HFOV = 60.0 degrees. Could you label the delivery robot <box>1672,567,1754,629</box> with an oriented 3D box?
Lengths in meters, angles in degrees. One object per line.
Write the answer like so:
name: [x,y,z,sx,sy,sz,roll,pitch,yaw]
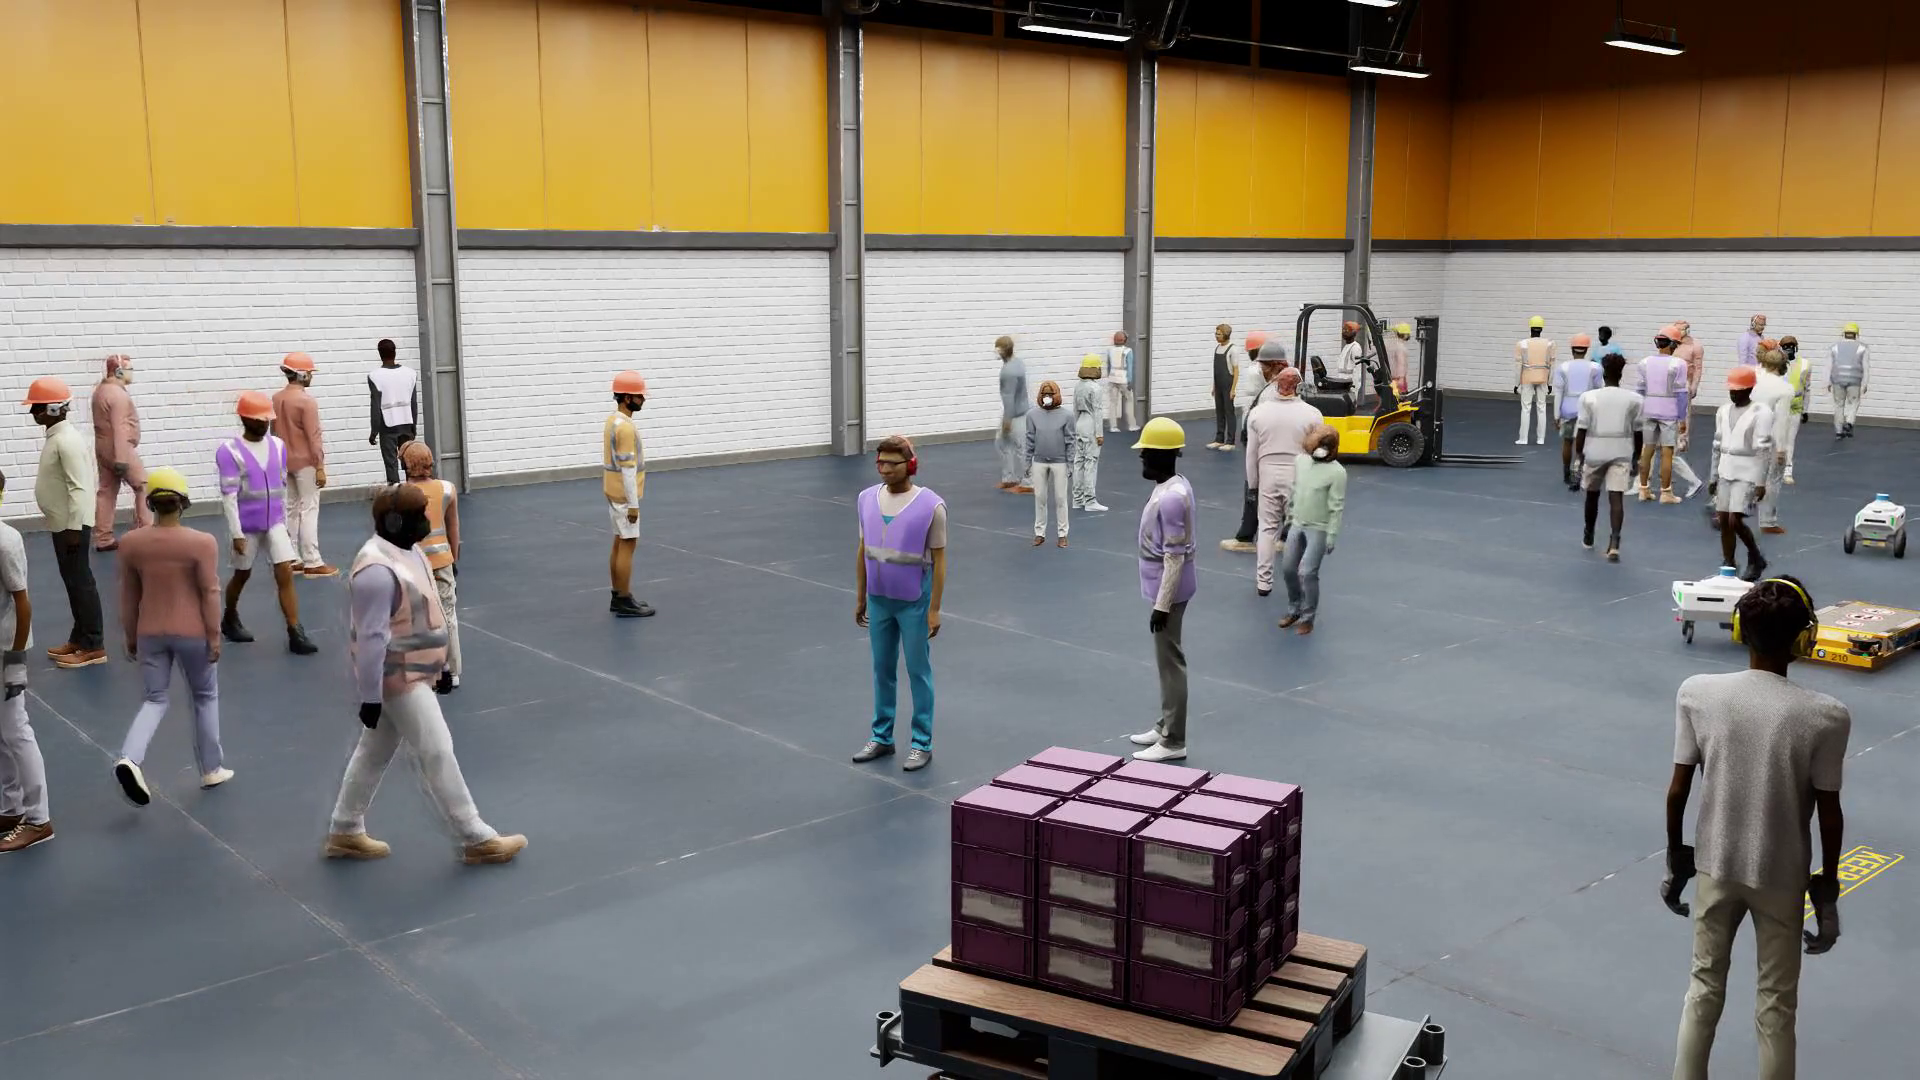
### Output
delivery robot: [5.566,0.438,12.092,0.707,0.478,0.477,3,10,17]

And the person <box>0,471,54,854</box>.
person: [-4.582,0.545,7.889,0.533,1.872,0.315,8,13,40]

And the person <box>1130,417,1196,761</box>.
person: [1.133,0.276,9.297,0.372,1.928,0.584,1,10,6]

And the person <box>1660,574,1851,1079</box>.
person: [2.404,1.029,5.059,0.516,1.871,0.325,9,13,41]

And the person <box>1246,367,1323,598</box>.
person: [2.695,-0.472,13.744,0.652,1.906,0.402,4,11,23]

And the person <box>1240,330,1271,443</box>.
person: [3.338,-1.277,18.167,0.623,2.008,0.615,-9,13,-42]

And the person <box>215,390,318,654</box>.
person: [-5.030,-0.140,11.885,1.030,1.884,0.546,7,12,37]

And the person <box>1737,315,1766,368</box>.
person: [12.436,-2.576,26.081,0.639,1.902,0.407,-8,12,-38]

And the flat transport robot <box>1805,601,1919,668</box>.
flat transport robot: [6.450,0.657,11.913,1.431,0.197,0.652,-9,13,-42]

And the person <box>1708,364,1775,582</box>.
person: [6.595,-0.538,14.107,0.444,1.911,0.583,-4,10,-21]

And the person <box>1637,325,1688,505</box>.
person: [7.990,-1.420,18.909,0.381,2.039,0.606,-7,12,-35]

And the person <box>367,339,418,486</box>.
person: [-6.181,-1.235,18.188,0.393,1.915,0.587,7,12,37]

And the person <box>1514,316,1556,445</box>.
person: [8.540,-2.365,24.761,0.586,1.928,0.364,0,10,3]

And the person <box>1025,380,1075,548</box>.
person: [0.872,-0.735,16.111,0.502,1.626,0.282,3,10,17]

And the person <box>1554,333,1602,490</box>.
person: [7.496,-1.562,20.209,0.547,1.894,0.984,4,10,20]

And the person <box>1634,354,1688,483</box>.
person: [8.686,-1.493,20.596,0.583,1.620,0.304,5,11,25]

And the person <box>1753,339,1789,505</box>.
person: [9.134,-1.347,18.928,0.342,1.882,0.586,-2,10,-11]

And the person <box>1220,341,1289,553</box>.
person: [2.859,-0.889,15.788,0.854,2.000,0.711,3,10,18]

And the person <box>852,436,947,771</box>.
person: [-0.329,0.338,9.181,0.568,1.843,0.386,6,11,31]

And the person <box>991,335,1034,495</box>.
person: [0.605,-1.447,19.500,0.625,1.894,0.639,-1,10,-4]

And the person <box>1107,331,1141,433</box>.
person: [2.611,-2.521,26.539,0.545,1.617,0.633,9,13,42]

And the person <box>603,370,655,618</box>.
person: [-2.583,-0.356,12.999,0.383,1.933,0.541,-4,10,-22]

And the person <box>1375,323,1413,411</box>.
person: [7.062,-2.647,26.933,0.678,1.743,0.534,2,10,14]

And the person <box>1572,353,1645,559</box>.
person: [6.099,-0.798,15.642,0.624,1.921,1.009,3,10,16]

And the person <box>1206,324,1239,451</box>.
person: [3.831,-2.210,24.103,0.342,1.842,0.506,-5,11,-27]

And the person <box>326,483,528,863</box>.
person: [-2.545,0.622,7.680,0.954,1.793,0.646,-1,10,-6]

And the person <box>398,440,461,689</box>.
person: [-3.452,0.180,10.702,0.514,1.642,0.310,-9,13,-43]

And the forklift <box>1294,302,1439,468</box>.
forklift: [5.320,-2.157,22.763,2.313,2.155,1.214,3,10,16]

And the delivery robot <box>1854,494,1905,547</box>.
delivery robot: [8.742,-0.195,15.794,0.477,0.478,0.707,7,12,36]

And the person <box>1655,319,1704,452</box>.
person: [10.346,-2.229,24.026,0.405,1.910,0.636,-9,13,-42]

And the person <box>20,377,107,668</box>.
person: [-6.157,-0.122,11.434,0.396,1.992,0.622,-7,12,-36]

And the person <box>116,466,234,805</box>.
person: [-4.105,0.502,8.566,0.522,1.743,0.711,0,10,1]

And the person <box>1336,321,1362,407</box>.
person: [5.560,-2.183,23.821,0.347,1.884,0.584,0,10,-2]

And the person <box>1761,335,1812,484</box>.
person: [10.173,-1.607,20.576,0.619,1.845,0.430,3,10,14]

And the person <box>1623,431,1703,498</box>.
person: [8.275,-1.294,19.443,0.812,1.607,0.507,1,10,4]

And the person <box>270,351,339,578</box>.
person: [-5.773,-0.663,14.605,0.623,1.989,0.401,7,12,34]

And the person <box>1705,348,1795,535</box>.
person: [7.969,-0.969,16.680,0.833,1.912,0.641,-3,10,-16]

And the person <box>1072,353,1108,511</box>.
person: [1.446,-1.197,18.463,0.303,1.743,0.494,-5,11,-28]

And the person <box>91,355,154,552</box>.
person: [-7.953,-0.828,15.919,0.668,1.880,0.776,9,13,43]

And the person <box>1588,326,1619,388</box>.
person: [10.660,-2.724,27.655,0.910,1.639,0.531,-3,10,-18]

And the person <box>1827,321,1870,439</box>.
person: [13.663,-2.452,25.608,0.596,1.812,0.450,7,12,35]

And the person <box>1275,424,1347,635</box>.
person: [2.599,-0.076,12.319,0.301,1.596,0.583,-8,12,-38]
